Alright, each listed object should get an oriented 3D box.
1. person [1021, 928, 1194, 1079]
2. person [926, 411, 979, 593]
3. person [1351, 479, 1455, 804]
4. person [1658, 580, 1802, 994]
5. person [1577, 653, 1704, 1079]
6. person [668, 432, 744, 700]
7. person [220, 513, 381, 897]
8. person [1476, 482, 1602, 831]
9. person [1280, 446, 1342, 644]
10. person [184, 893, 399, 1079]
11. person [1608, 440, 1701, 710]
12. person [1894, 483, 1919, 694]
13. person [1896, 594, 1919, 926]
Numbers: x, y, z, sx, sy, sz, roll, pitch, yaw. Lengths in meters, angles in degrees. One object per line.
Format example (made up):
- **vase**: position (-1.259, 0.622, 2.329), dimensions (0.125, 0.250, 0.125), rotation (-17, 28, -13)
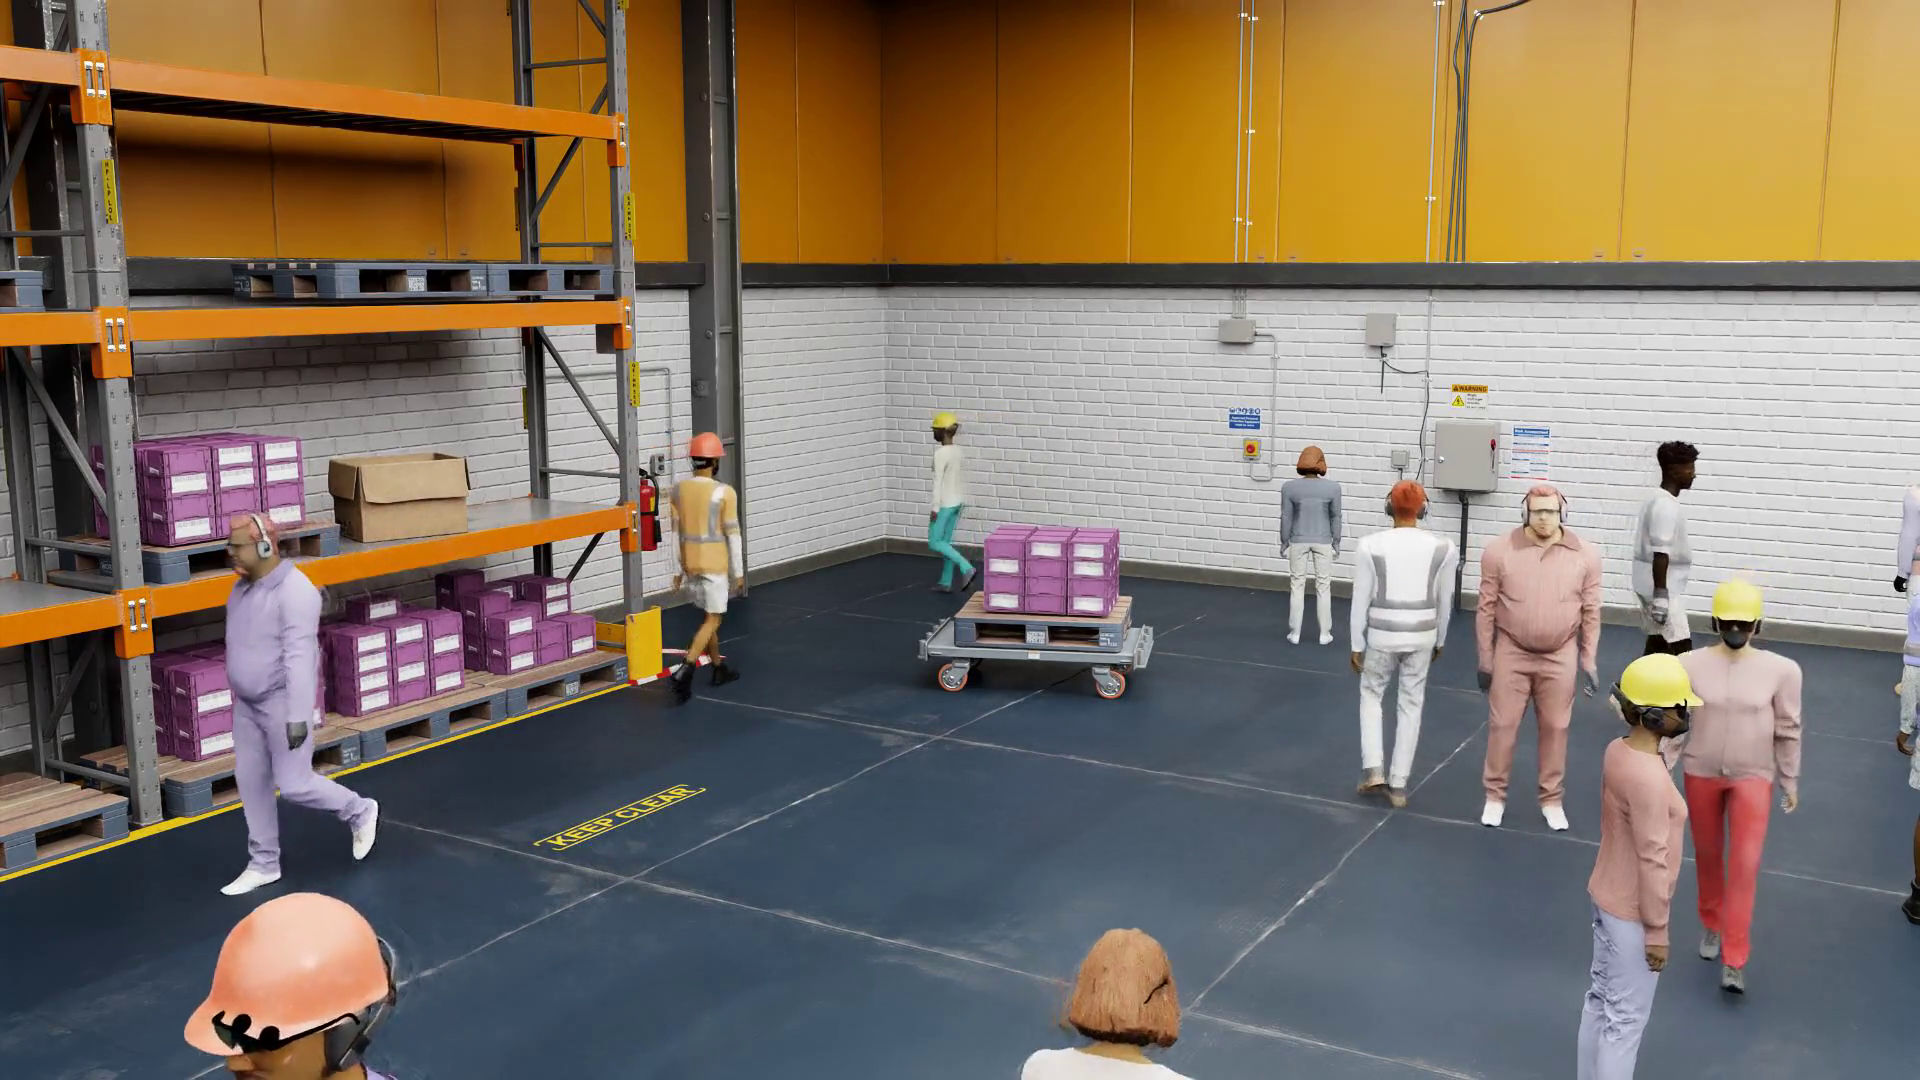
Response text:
- **person**: position (0.406, 1.638, 3.721), dimensions (0.518, 1.599, 0.732), rotation (6, 11, 32)
- **person**: position (-0.088, -0.335, 15.622), dimensions (0.478, 1.747, 0.533), rotation (4, 10, 21)
- **person**: position (2.520, 0.576, 9.540), dimensions (0.575, 1.870, 0.414), rotation (1, 9, 7)
- **person**: position (3.253, 1.036, 7.085), dimensions (0.551, 1.726, 0.866), rotation (5, 11, 30)
- **person**: position (2.310, 1.252, 5.659), dimensions (0.316, 1.769, 0.523), rotation (1, 9, 8)
- **person**: position (-1.853, 0.181, 11.932), dimensions (0.554, 1.907, 0.887), rotation (4, 10, 25)
- **person**: position (-3.315, 0.783, 8.223), dimensions (0.648, 1.883, 0.697), rotation (6, 11, 35)
- **person**: position (3.149, 0.633, 9.095), dimensions (0.646, 1.908, 0.407), rotation (2, 9, 12)
- **person**: position (2.868, 0.043, 13.616), dimensions (0.497, 1.633, 0.279), rotation (2, 9, 12)
- **person**: position (-1.050, 1.568, 2.894), dimensions (0.613, 2.029, 0.481), rotation (6, 11, 33)
- **person**: position (4.626, 0.314, 10.928), dimensions (0.417, 1.952, 0.640), rotation (3, 10, 17)
- **person**: position (6.964, 0.229, 11.822), dimensions (0.625, 1.840, 0.430), rotation (1, 9, 6)
- **person**: position (4.647, 0.842, 7.685), dimensions (0.551, 1.935, 0.375), rotation (5, 11, 30)
